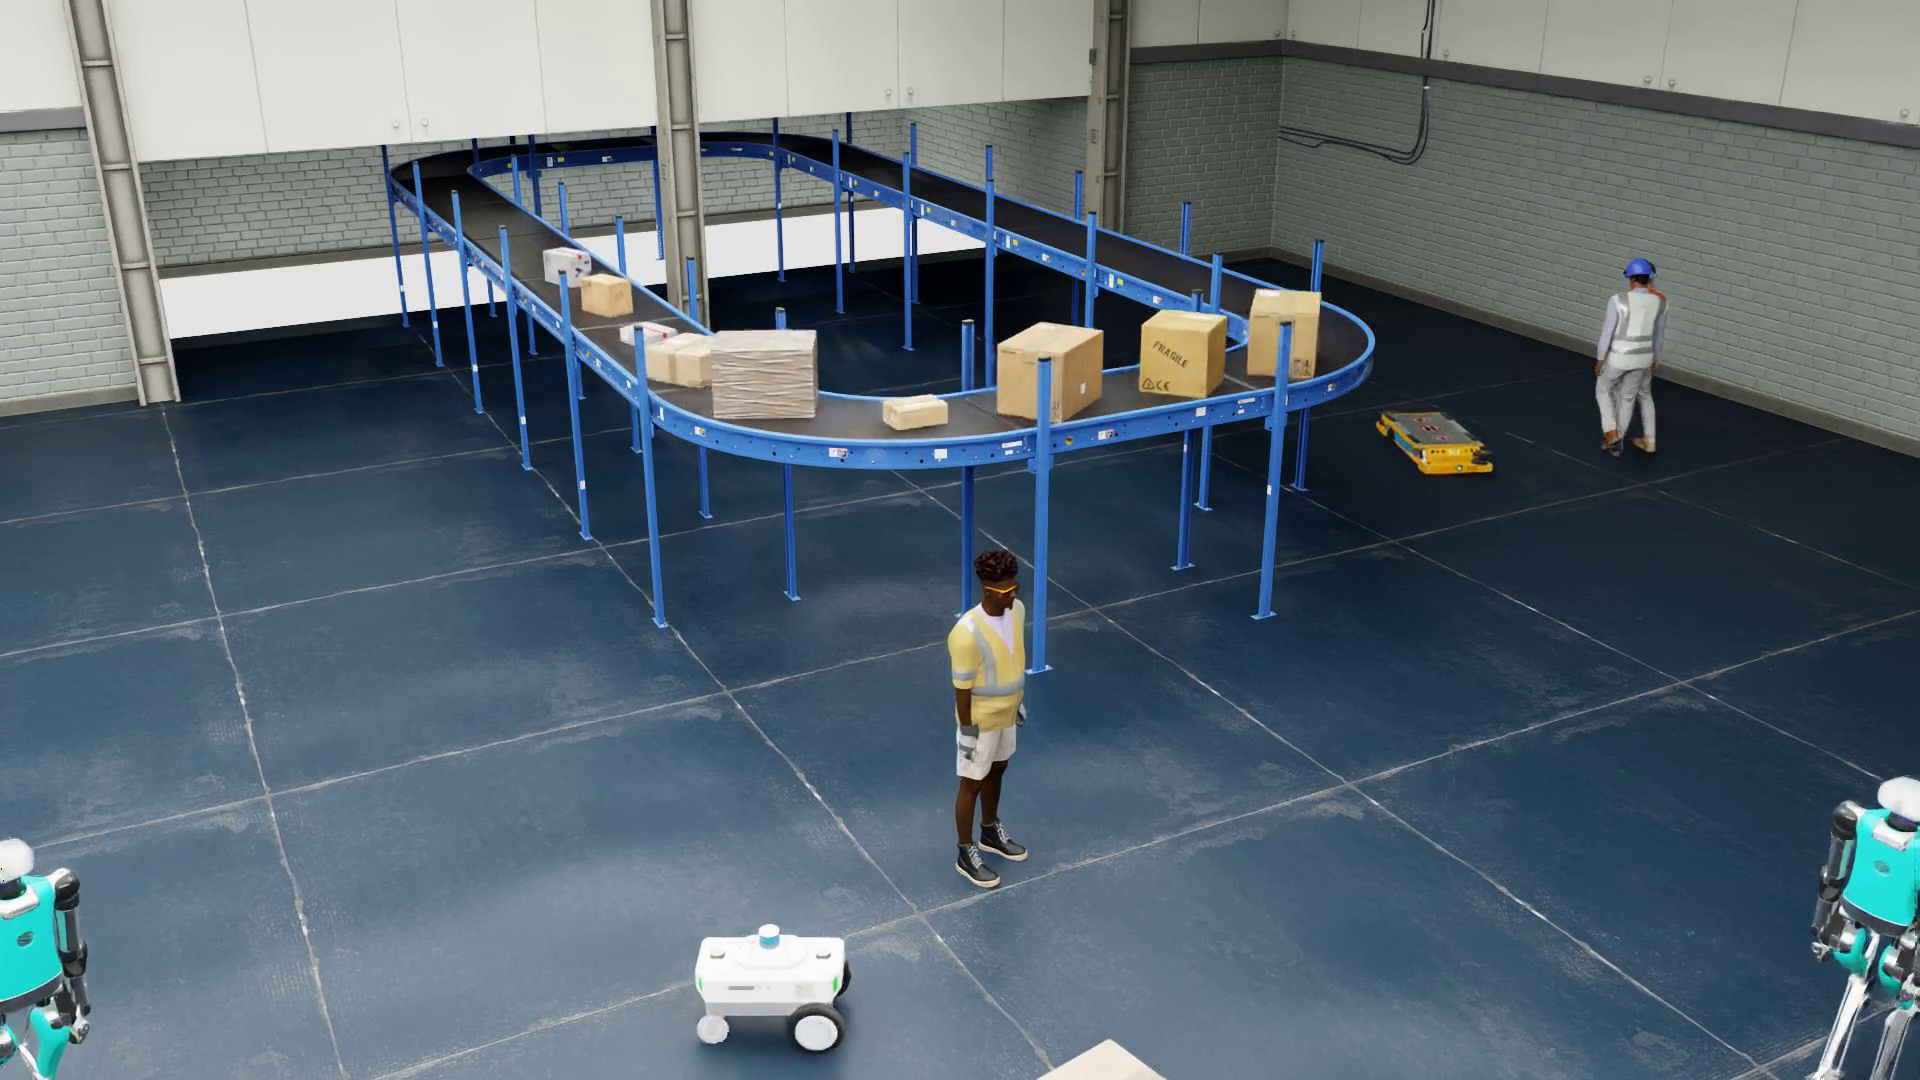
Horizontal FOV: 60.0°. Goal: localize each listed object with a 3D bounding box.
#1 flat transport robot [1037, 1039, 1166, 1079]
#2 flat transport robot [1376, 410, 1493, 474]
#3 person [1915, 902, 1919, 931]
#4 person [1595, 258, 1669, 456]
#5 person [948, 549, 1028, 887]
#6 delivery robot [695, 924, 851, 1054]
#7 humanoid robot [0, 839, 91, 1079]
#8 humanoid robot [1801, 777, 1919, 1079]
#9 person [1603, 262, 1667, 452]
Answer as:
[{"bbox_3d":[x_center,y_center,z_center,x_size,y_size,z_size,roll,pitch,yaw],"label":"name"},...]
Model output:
[{"bbox_3d":[0.662,2.983,6.501,1.431,0.231,0.659,-17,27,-36],"label":"flat transport robot"},{"bbox_3d":[4.622,-0.964,16.259,0.659,0.231,1.431,-2,22,-5],"label":"flat transport robot"},{"bbox_3d":[5.287,1.392,8.598,0.308,1.647,0.464,-2,22,-5],"label":"person"},{"bbox_3d":[6.415,-1.741,15.994,0.636,1.911,0.523,-1,22,-3],"label":"person"},{"bbox_3d":[0.176,0.958,9.247,0.373,1.965,0.605,15,26,32],"label":"person"},{"bbox_3d":[-0.905,2.166,8.150,0.798,0.601,0.499,0,22,0],"label":"delivery robot"},{"bbox_3d":[-3.967,1.995,6.973,0.952,1.742,0.549,16,27,34],"label":"humanoid robot"},{"bbox_3d":[4.178,1.825,7.492,0.737,1.841,0.555,-17,28,-36],"label":"humanoid robot"},{"bbox_3d":[6.527,-1.778,16.111,0.541,1.888,0.446,-5,23,-12],"label":"person"}]
